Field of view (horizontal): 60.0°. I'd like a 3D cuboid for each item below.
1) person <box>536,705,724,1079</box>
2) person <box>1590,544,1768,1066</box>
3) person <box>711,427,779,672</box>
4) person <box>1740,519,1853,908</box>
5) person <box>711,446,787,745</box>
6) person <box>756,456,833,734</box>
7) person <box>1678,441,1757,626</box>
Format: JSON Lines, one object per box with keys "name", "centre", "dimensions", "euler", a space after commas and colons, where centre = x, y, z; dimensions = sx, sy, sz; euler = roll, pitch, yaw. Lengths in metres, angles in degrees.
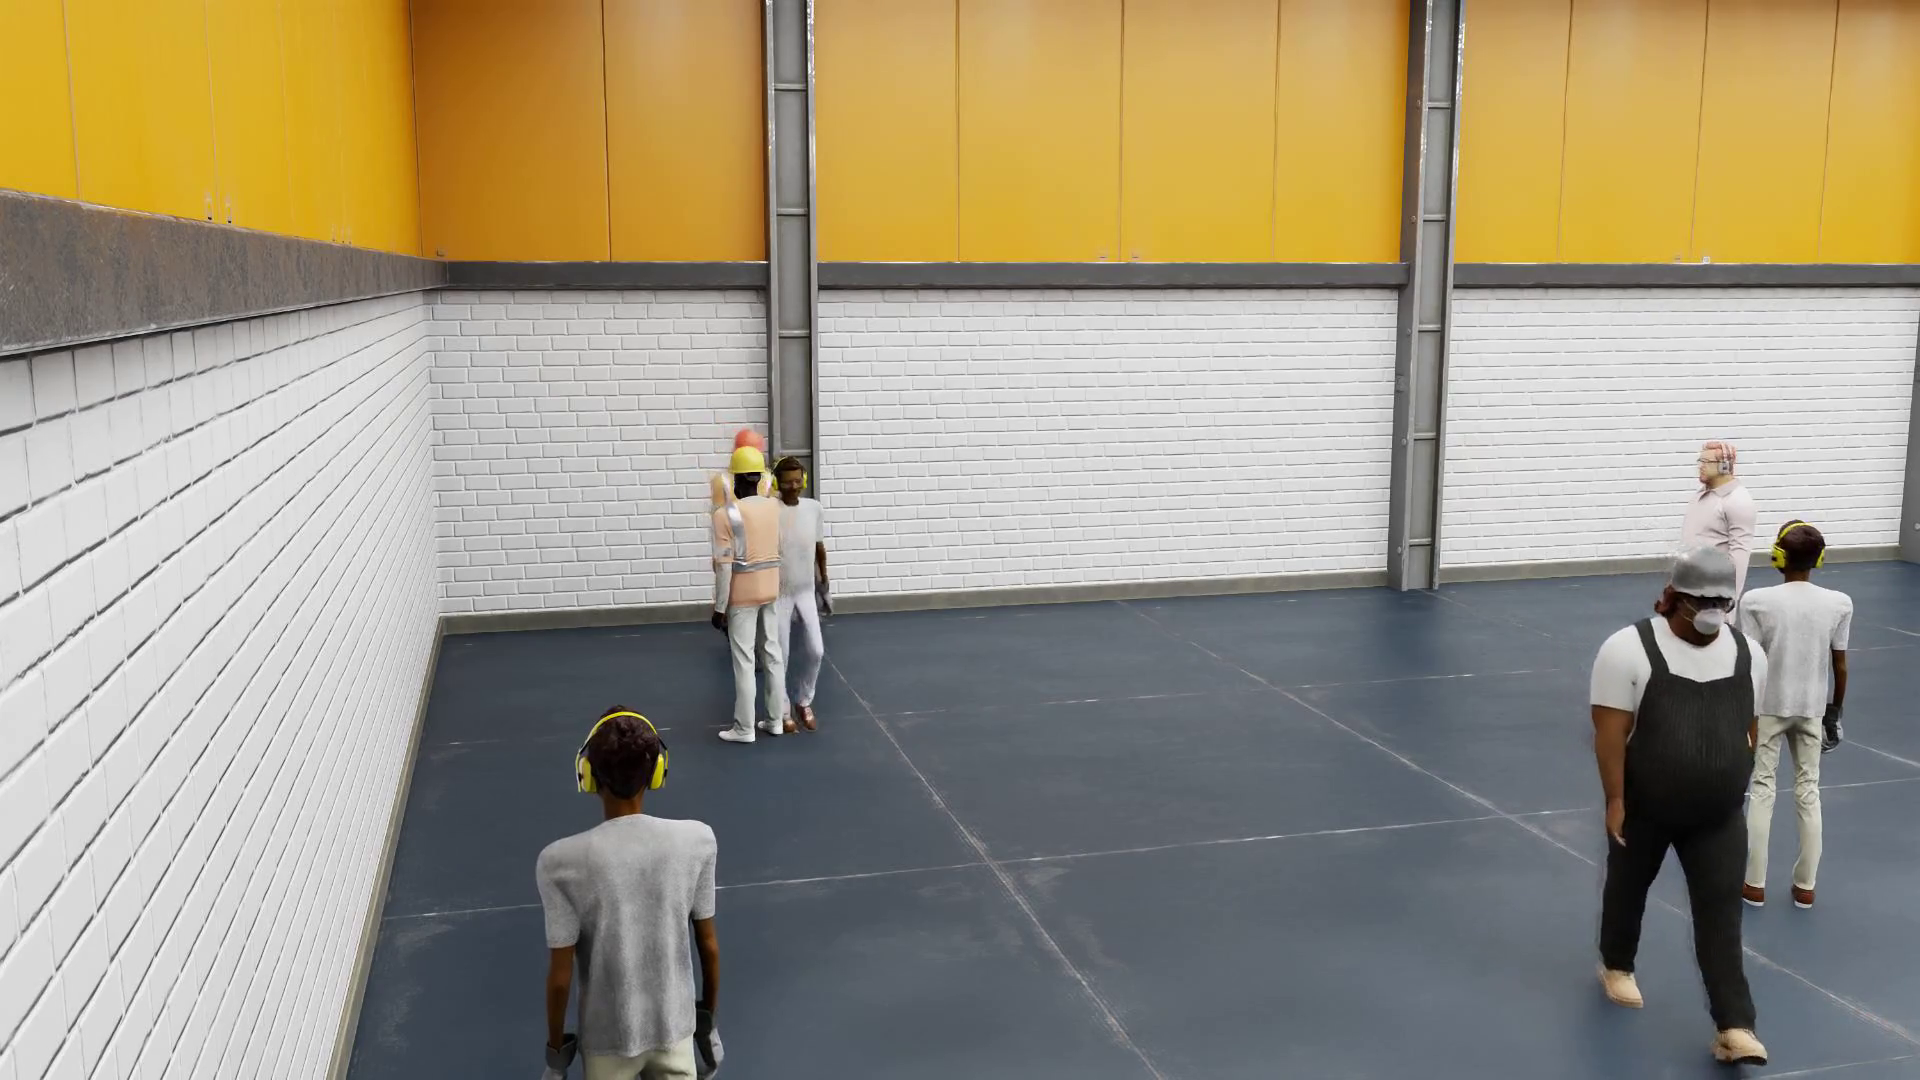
{"name": "person", "centre": [-0.903, 1.374, 4.576], "dimensions": [0.520, 1.873, 0.327], "euler": [-4, 10, -25]}
{"name": "person", "centre": [2.842, 0.973, 6.549], "dimensions": [0.692, 2.000, 1.028], "euler": [1, 9, 5]}
{"name": "person", "centre": [-1.693, 0.032, 12.930], "dimensions": [0.559, 1.889, 0.899], "euler": [-3, 10, -20]}
{"name": "person", "centre": [3.954, 0.833, 7.958], "dimensions": [0.513, 1.871, 0.328], "euler": [2, 9, 10]}
{"name": "person", "centre": [-1.356, 0.355, 10.756], "dimensions": [0.592, 1.926, 0.366], "euler": [-9, 13, -44]}
{"name": "person", "centre": [-1.091, 0.364, 10.905], "dimensions": [0.581, 1.858, 0.487], "euler": [-4, 10, -26]}
{"name": "person", "centre": [5.074, 0.281, 11.287], "dimensions": [0.409, 1.907, 0.648], "euler": [-1, 9, -4]}
